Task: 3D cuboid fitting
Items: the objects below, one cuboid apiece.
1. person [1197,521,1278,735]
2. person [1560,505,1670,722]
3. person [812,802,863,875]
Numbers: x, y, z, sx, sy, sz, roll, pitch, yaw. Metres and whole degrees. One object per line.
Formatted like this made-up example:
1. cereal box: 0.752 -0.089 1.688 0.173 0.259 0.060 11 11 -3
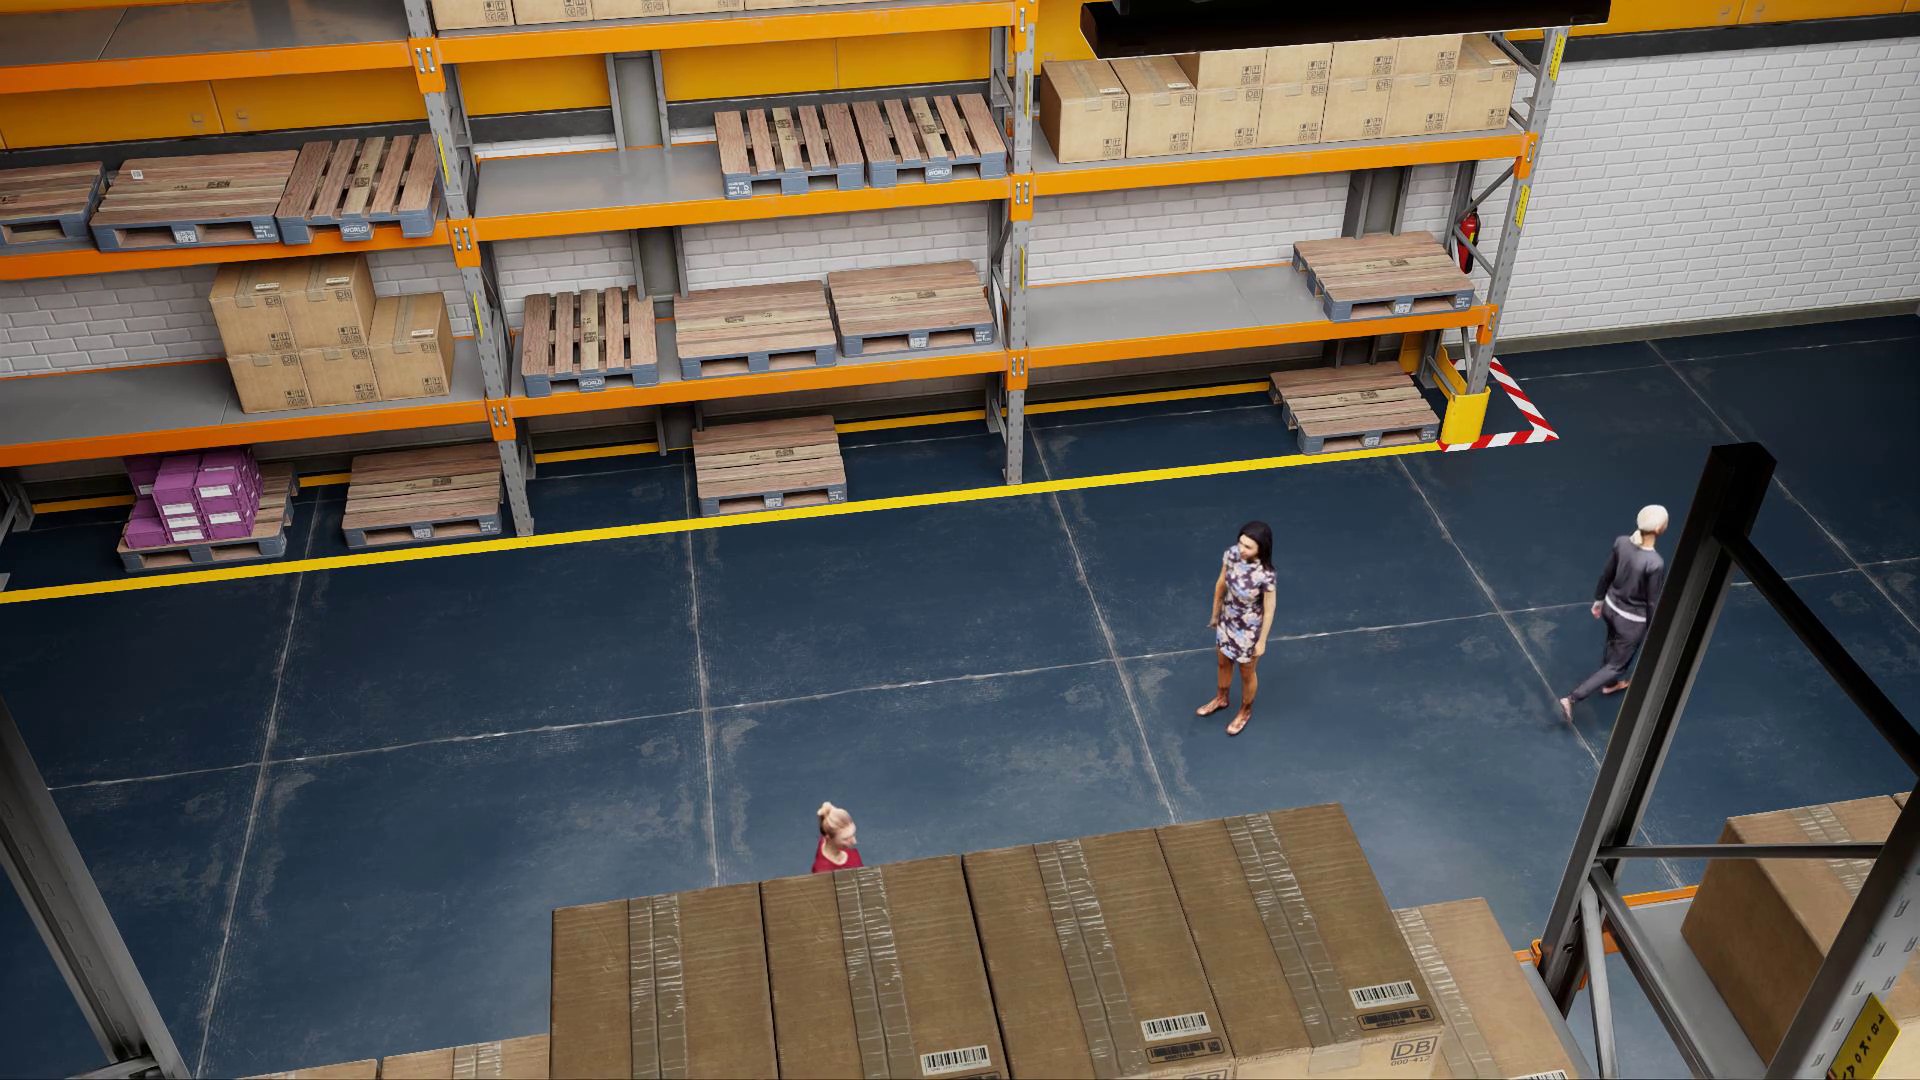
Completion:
1. person: 1.897 0.577 11.170 0.683 1.734 0.672 -30 48 -32
2. person: 4.459 0.515 11.273 1.063 1.703 0.761 -15 41 -18
3. person: -0.672 2.101 9.287 0.573 1.702 0.655 2 39 2
